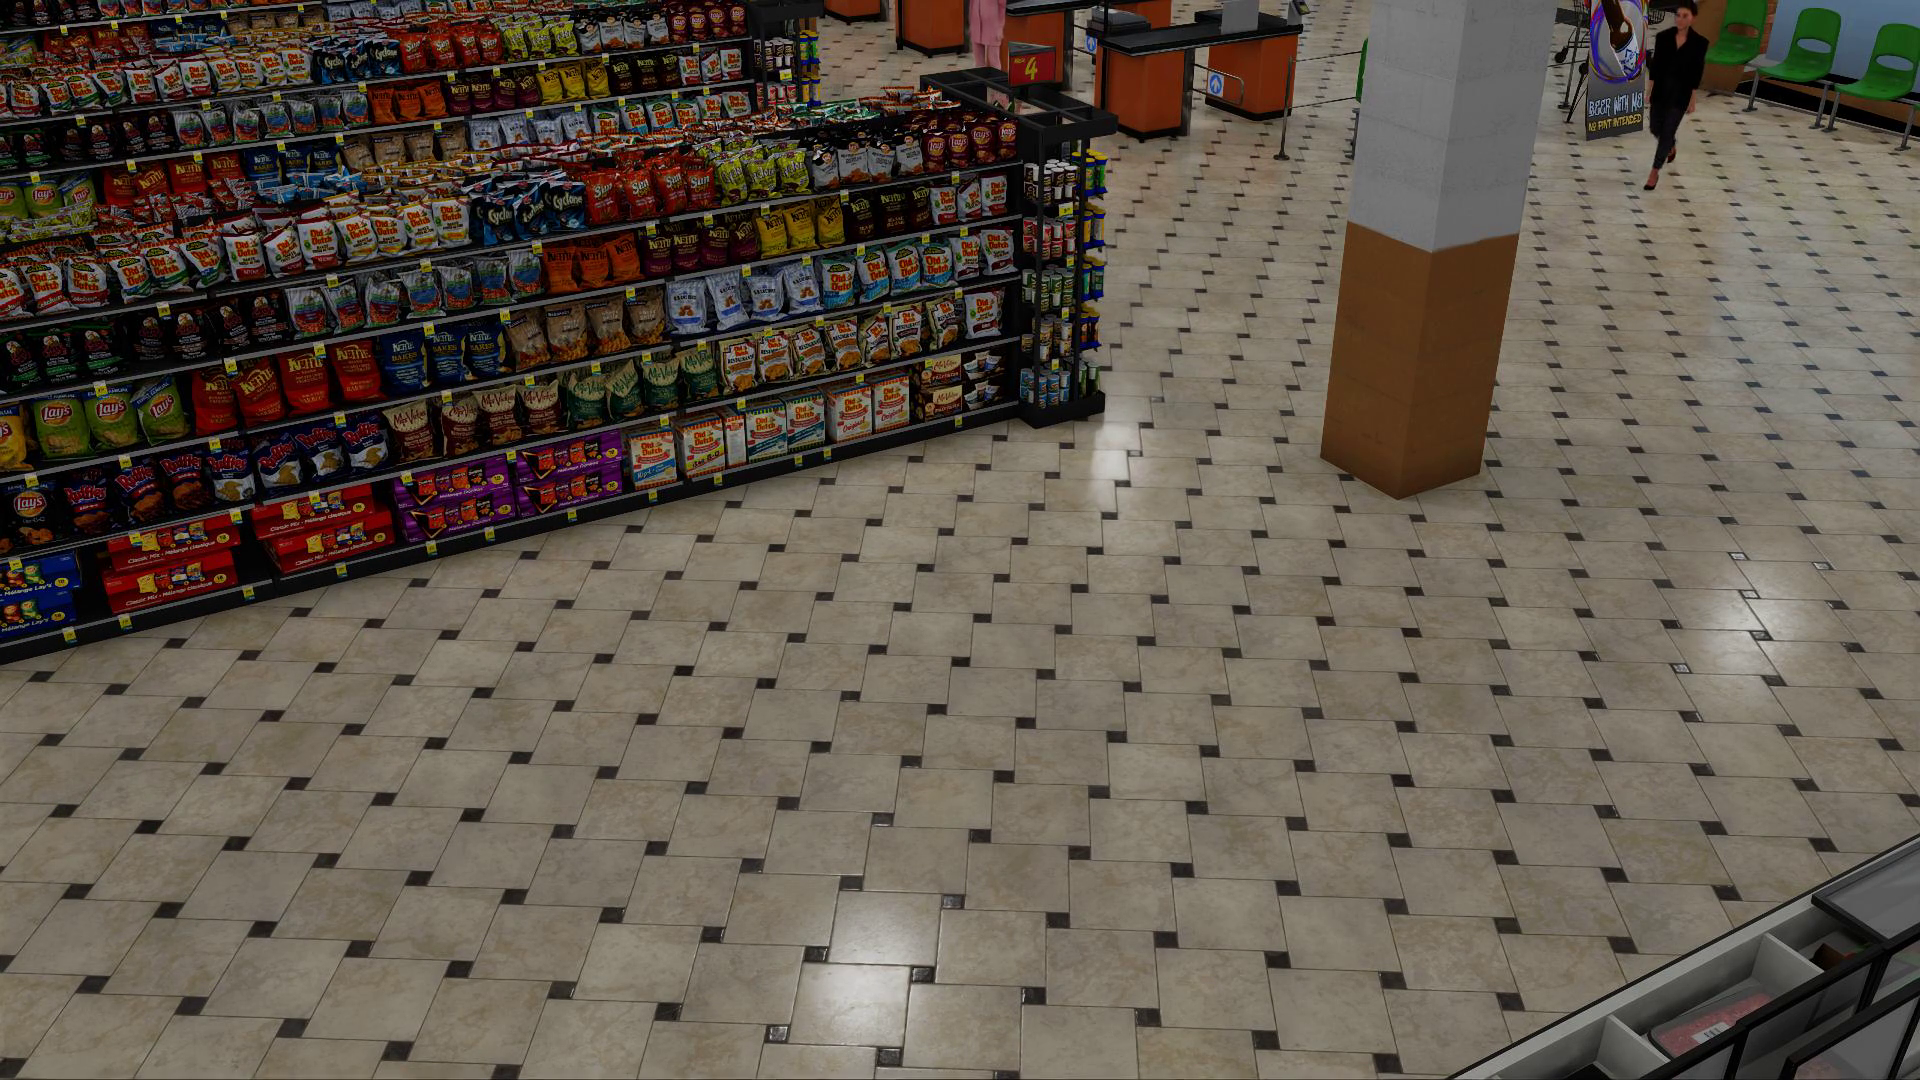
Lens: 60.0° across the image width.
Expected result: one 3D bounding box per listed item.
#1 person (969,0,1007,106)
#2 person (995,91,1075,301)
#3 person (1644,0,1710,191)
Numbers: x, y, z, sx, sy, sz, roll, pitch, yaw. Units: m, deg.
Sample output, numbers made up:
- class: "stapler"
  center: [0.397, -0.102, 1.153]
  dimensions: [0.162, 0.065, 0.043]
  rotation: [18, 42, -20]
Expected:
- class: "person"
  center: [0.300, -5.515, 17.826]
  dimensions: [0.676, 1.800, 0.643]
  rotation: [22, 35, 34]
- class: "person"
  center: [0.463, -2.436, 12.185]
  dimensions: [1.185, 1.802, 1.056]
  rotation: [5, 29, 9]
- class: "person"
  center: [6.607, -4.118, 15.379]
  dimensions: [0.834, 1.694, 1.050]
  rotation: [22, 36, 35]
